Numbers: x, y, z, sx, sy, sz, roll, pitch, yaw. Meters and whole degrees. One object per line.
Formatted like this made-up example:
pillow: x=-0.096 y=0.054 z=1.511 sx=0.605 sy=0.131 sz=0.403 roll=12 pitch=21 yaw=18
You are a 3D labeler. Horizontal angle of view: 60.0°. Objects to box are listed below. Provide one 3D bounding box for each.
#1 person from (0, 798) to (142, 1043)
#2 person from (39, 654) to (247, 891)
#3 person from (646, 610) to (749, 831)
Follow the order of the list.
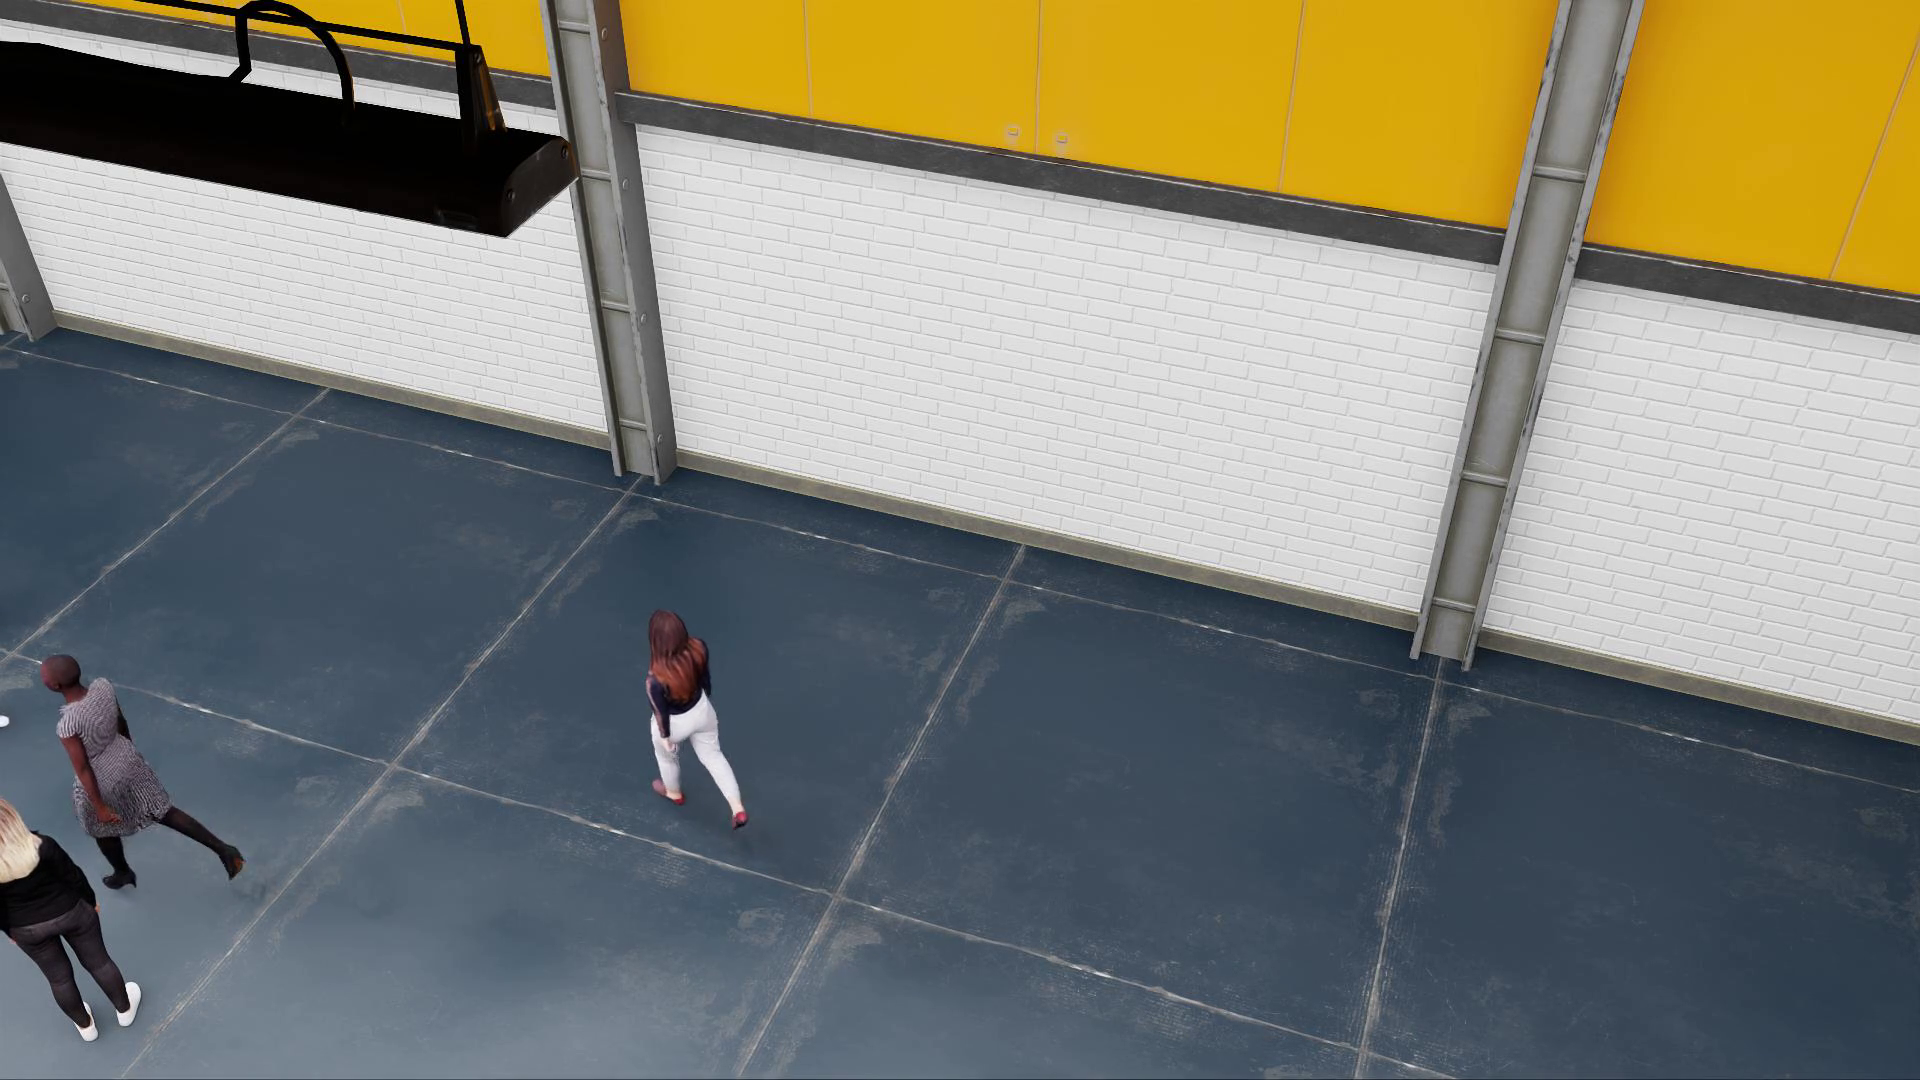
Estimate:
person: x=-4.554 y=1.907 z=8.332 sx=0.683 sy=1.686 sz=0.743 roll=-16 pitch=41 yaw=-19
person: x=-4.477 y=1.315 z=9.016 sx=1.180 sy=1.757 sz=0.780 roll=6 pitch=39 yaw=7
person: x=-1.528 y=1.049 z=9.488 sx=0.874 sy=1.584 sz=1.096 roll=-32 pitch=48 yaw=-33
